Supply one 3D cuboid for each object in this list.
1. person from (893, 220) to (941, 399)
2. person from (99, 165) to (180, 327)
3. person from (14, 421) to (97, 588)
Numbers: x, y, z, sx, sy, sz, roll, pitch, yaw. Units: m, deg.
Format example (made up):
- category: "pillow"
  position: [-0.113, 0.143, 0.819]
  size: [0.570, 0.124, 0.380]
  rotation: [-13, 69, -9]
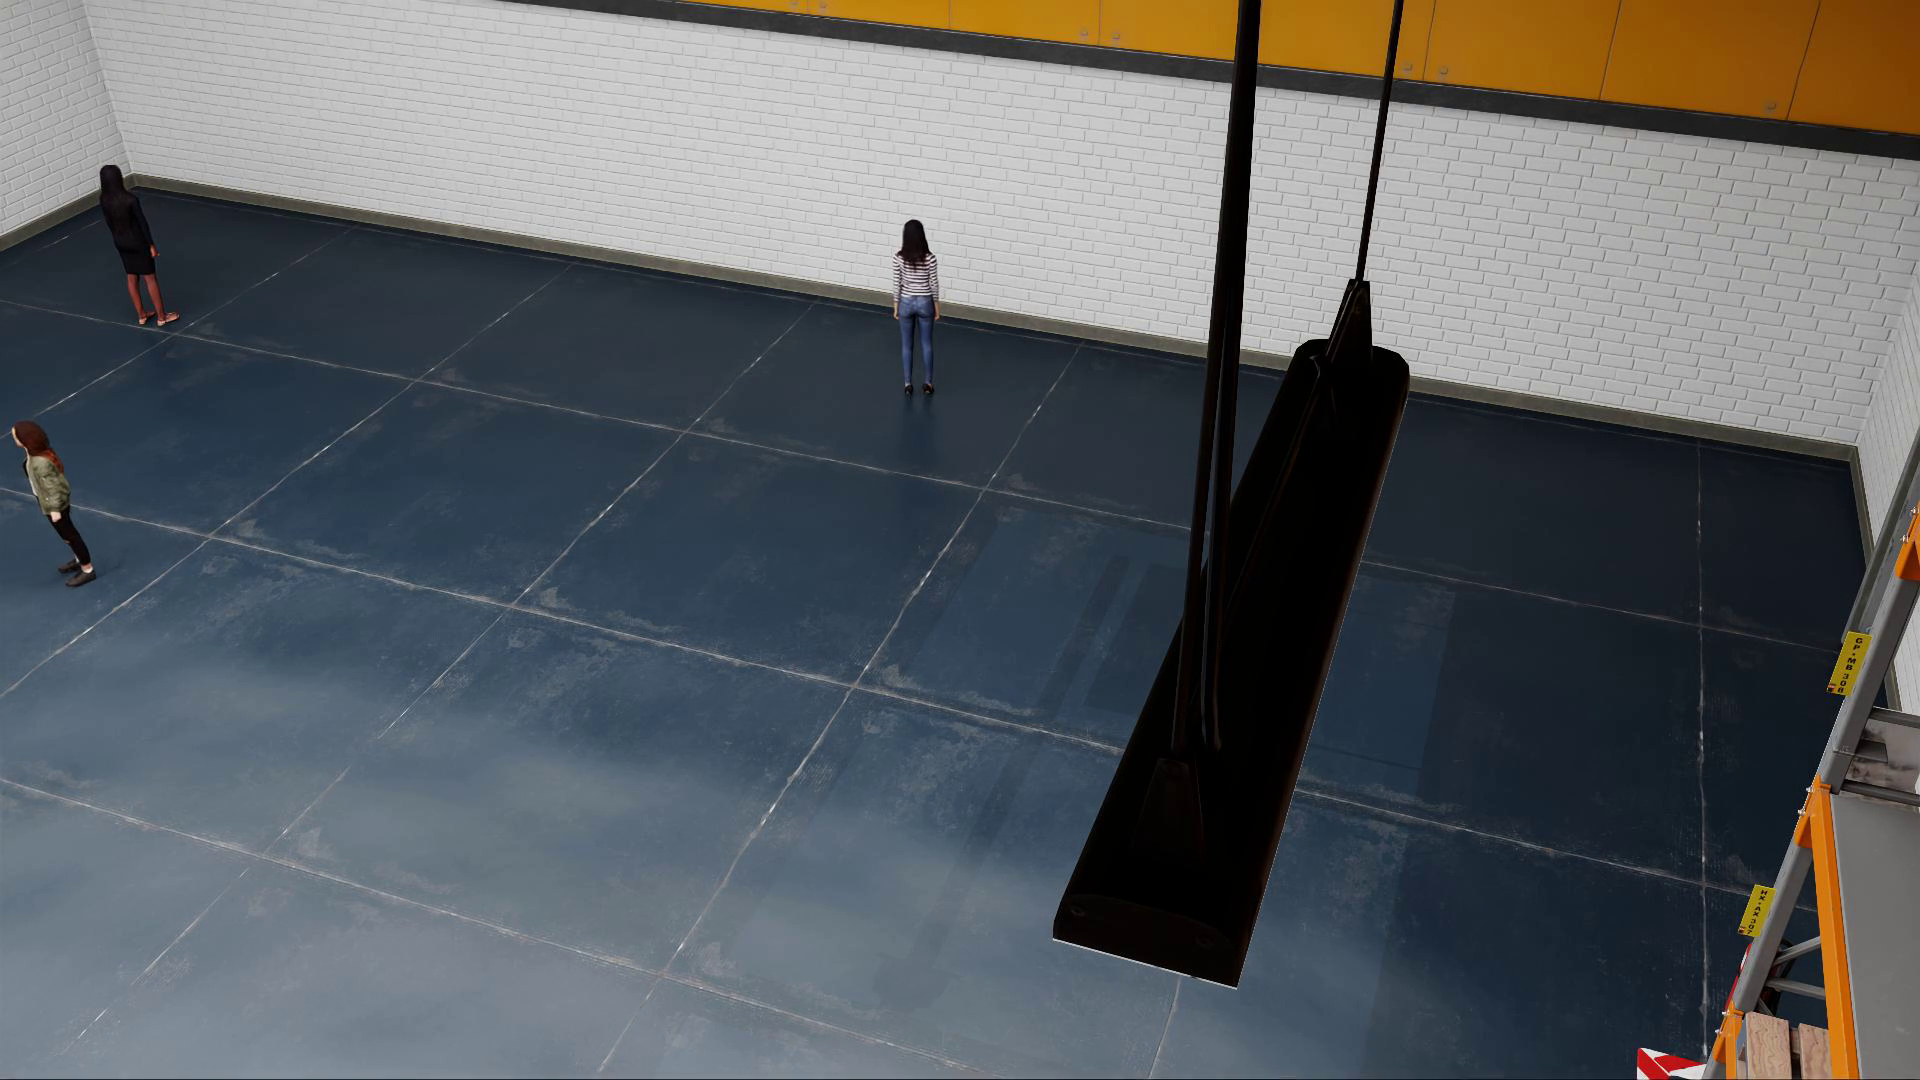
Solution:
- category: "person"
  position: [-0.418, -2.190, 15.848]
  size: [0.645, 1.796, 0.596]
  rotation: [1, 34, 2]
- category: "person"
  position: [-8.559, -3.051, 17.212]
  size: [0.629, 1.721, 0.534]
  rotation: [9, 35, 13]
- category: "person"
  position: [-7.255, -0.317, 13.321]
  size: [0.677, 1.475, 0.651]
  rotation: [-21, 39, -28]
